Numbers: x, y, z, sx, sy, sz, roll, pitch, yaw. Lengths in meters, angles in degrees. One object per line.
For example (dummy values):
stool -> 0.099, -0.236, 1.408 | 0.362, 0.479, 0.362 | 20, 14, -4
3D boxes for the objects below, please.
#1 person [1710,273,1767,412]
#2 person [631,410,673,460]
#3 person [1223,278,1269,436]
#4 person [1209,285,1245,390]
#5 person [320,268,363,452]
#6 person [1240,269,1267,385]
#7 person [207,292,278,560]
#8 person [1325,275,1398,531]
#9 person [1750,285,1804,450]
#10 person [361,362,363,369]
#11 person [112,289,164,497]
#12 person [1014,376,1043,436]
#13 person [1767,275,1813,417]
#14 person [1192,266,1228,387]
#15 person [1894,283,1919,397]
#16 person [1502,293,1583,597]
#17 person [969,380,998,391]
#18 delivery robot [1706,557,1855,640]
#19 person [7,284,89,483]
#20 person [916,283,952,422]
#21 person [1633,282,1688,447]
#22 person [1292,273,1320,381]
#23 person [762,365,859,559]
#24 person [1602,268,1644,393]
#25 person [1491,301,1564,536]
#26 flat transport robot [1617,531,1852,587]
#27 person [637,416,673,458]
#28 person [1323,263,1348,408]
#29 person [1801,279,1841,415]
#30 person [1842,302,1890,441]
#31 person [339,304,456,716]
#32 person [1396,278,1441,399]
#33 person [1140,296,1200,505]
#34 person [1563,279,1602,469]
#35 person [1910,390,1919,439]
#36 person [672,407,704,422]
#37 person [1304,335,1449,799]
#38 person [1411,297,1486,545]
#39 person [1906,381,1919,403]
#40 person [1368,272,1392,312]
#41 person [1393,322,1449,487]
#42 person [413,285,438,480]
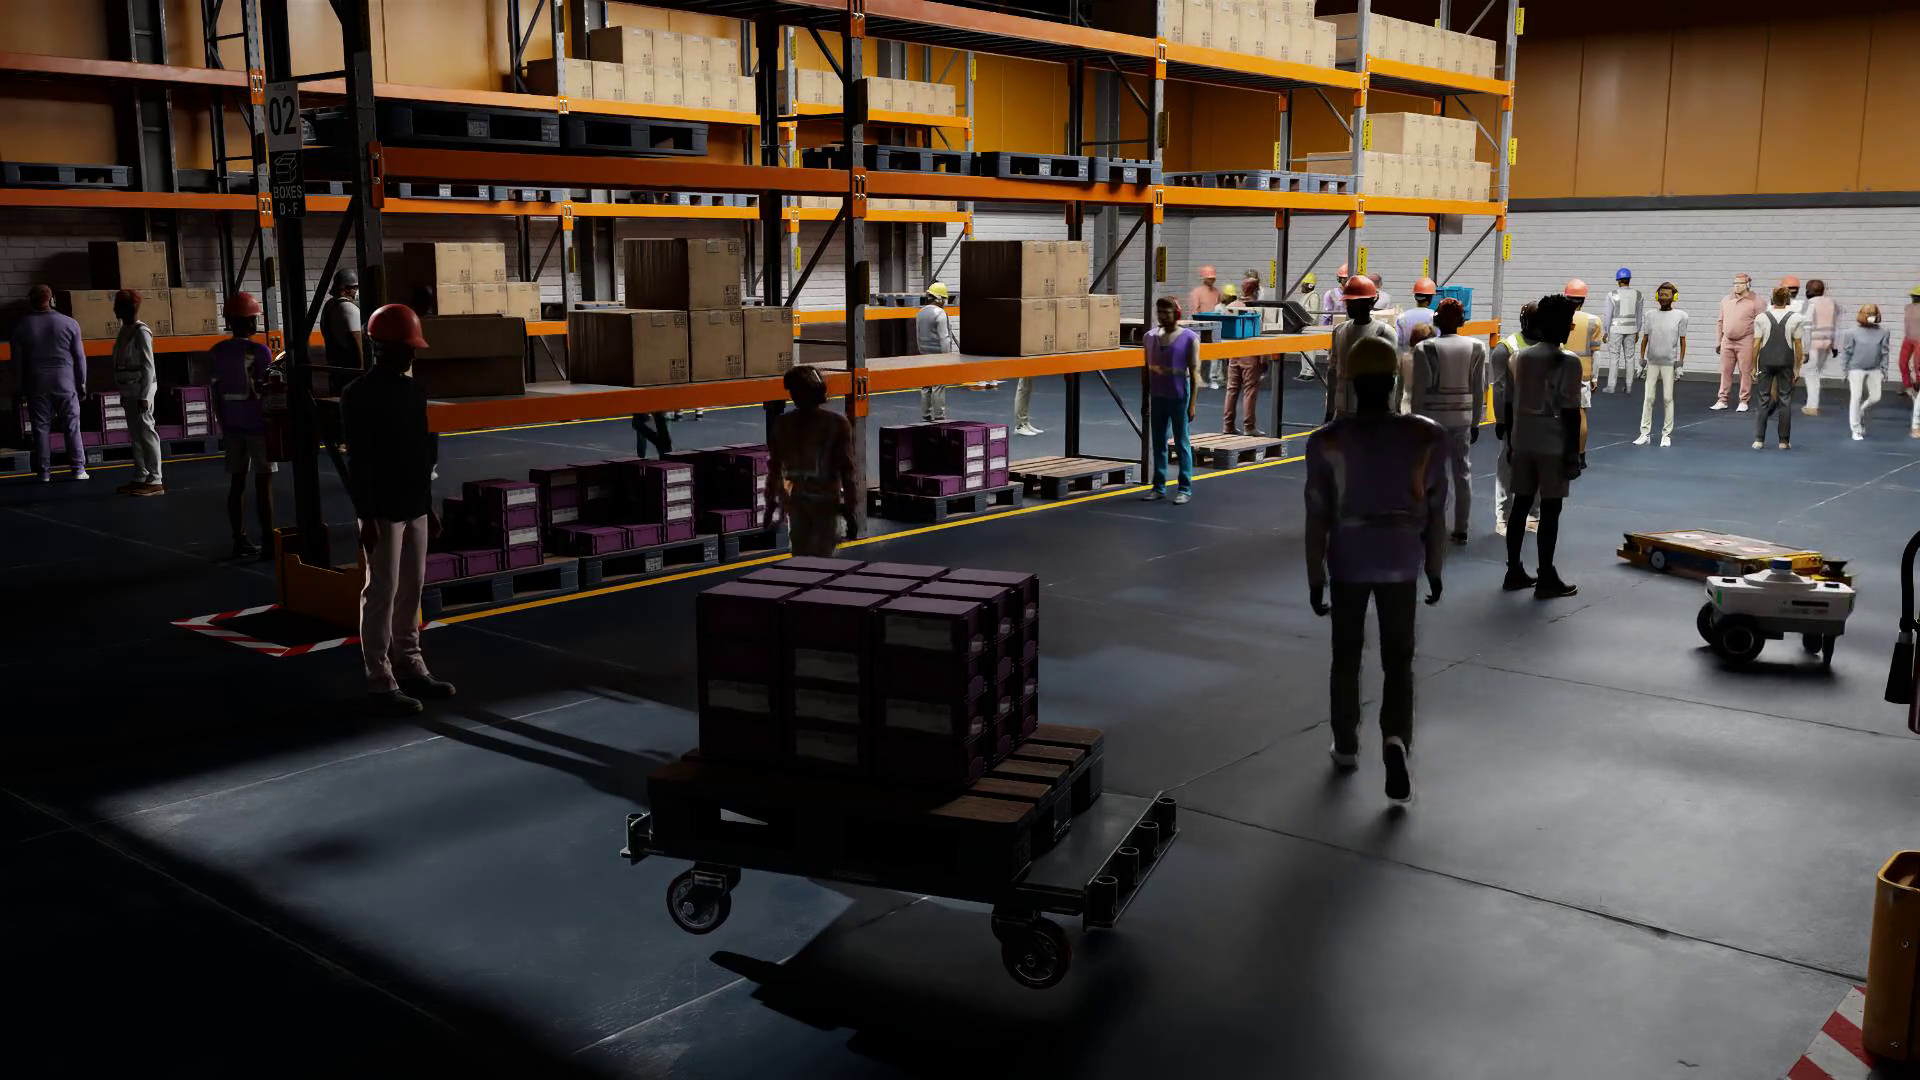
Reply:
person -> 10.766, -2.728, 23.020 | 0.401, 1.910, 0.642 | -8, 12, -37
person -> -3.038, -1.458, 16.421 | 0.573, 1.673, 0.377 | 9, 14, 42
person -> 3.465, -2.198, 20.048 | 0.396, 1.900, 0.650 | -9, 13, -42
person -> 4.224, -3.212, 26.427 | 0.503, 1.667, 0.873 | -3, 10, -18
person -> -6.684, -1.969, 18.317 | 0.690, 2.000, 0.538 | 10, 14, 44
person -> 4.634, -3.358, 26.542 | 0.650, 1.927, 0.606 | -10, 14, -44
person -> -5.134, -0.817, 12.041 | 0.545, 1.942, 0.353 | 3, 10, 17
person -> 3.115, -1.048, 13.067 | 0.391, 2.040, 0.614 | -8, 13, -39
person -> 9.139, -1.924, 18.641 | 0.506, 1.838, 0.349 | 5, 11, 28
person -> -4.548, -0.920, 13.369 | 0.543, 1.689, 0.365 | 2, 10, 10
person -> -7.523, -1.338, 15.170 | 0.575, 1.884, 0.355 | 10, 14, 44
person -> 0.832, -2.188, 20.075 | 0.330, 1.865, 0.518 | 4, 11, 21
person -> 10.953, -2.545, 22.024 | 0.577, 1.902, 0.791 | 5, 11, 26
person -> 4.085, -3.427, 26.862 | 0.664, 1.967, 0.813 | -7, 12, -35
person -> 14.430, -3.006, 25.101 | 0.507, 1.725, 0.542 | -3, 10, -18
person -> 3.807, -0.619, 10.842 | 0.362, 1.963, 0.613 | -5, 11, -26
person -> 0.385, -3.315, 26.300 | 0.361, 1.932, 0.628 | 9, 14, 43
delivery robot -> 4.501, 0.339, 9.139 | 0.707, 0.478, 0.477 | 3, 10, 15
person -> -8.754, -1.498, 16.012 | 0.640, 1.911, 0.410 | -5, 11, -26
person -> -0.298, -2.291, 20.770 | 0.403, 1.823, 0.588 | -7, 12, -35
person -> 8.000, -2.002, 18.984 | 0.513, 1.876, 0.328 | 8, 13, 37
person -> 5.889, -3.611, 28.249 | 0.404, 1.837, 0.589 | -1, 10, -5
person -> -0.856, -0.134, 9.054 | 0.541, 1.620, 0.598 | 5, 11, 28
person -> 10.302, -3.250, 25.879 | 0.603, 1.946, 0.389 | -1, 10, -4
person -> 4.475, -0.947, 13.071 | 0.626, 1.844, 0.429 | -3, 10, -17
flat transport robot -> 5.289, 0.125, 11.431 | 0.652, 0.197, 1.431 | -4, 11, -20
person -> -3.195, -1.634, 17.216 | 0.523, 1.760, 0.328 | -1, 10, -5
person -> 5.415, -2.866, 23.422 | 0.615, 2.040, 0.391 | -2, 10, -13
person -> 11.576, -2.621, 22.625 | 0.664, 1.827, 0.622 | -2, 10, -13
person -> 10.663, -1.990, 19.614 | 0.524, 1.620, 0.413 | 2, 10, 10
person -> -2.749, -0.154, 8.138 | 0.387, 1.987, 0.608 | 2, 10, 13
person -> 4.958, -1.847, 17.915 | 0.545, 1.938, 0.362 | 6, 12, 31
person -> 1.865, -1.236, 14.735 | 0.565, 1.837, 0.389 | 8, 13, 39
person -> 6.242, -1.687, 16.993 | 0.545, 1.942, 0.351 | 3, 10, 14
person -> 11.590, -2.085, 19.413 | 0.766, 1.873, 1.002 | -3, 11, -19
person -> -3.585, -2.456, 21.691 | 0.600, 1.827, 0.404 | -3, 11, -19
person -> 1.727, 0.103, 6.934 | 0.597, 1.900, 0.806 | 2, 10, 10
person -> 3.686, -0.891, 12.628 | 0.574, 1.883, 0.360 | -1, 10, -5
person -> 13.484, -2.745, 22.913 | 0.636, 1.976, 0.756 | -7, 12, -34
person -> 6.315, -3.167, 25.592 | 0.651, 1.890, 0.611 | 7, 12, 34
person -> 4.122, -1.105, 14.654 | 0.810, 1.602, 0.523 | -5, 11, -28
person -> -5.217, -1.555, 16.395 | 0.626, 1.880, 0.910 | 0, 10, -3
